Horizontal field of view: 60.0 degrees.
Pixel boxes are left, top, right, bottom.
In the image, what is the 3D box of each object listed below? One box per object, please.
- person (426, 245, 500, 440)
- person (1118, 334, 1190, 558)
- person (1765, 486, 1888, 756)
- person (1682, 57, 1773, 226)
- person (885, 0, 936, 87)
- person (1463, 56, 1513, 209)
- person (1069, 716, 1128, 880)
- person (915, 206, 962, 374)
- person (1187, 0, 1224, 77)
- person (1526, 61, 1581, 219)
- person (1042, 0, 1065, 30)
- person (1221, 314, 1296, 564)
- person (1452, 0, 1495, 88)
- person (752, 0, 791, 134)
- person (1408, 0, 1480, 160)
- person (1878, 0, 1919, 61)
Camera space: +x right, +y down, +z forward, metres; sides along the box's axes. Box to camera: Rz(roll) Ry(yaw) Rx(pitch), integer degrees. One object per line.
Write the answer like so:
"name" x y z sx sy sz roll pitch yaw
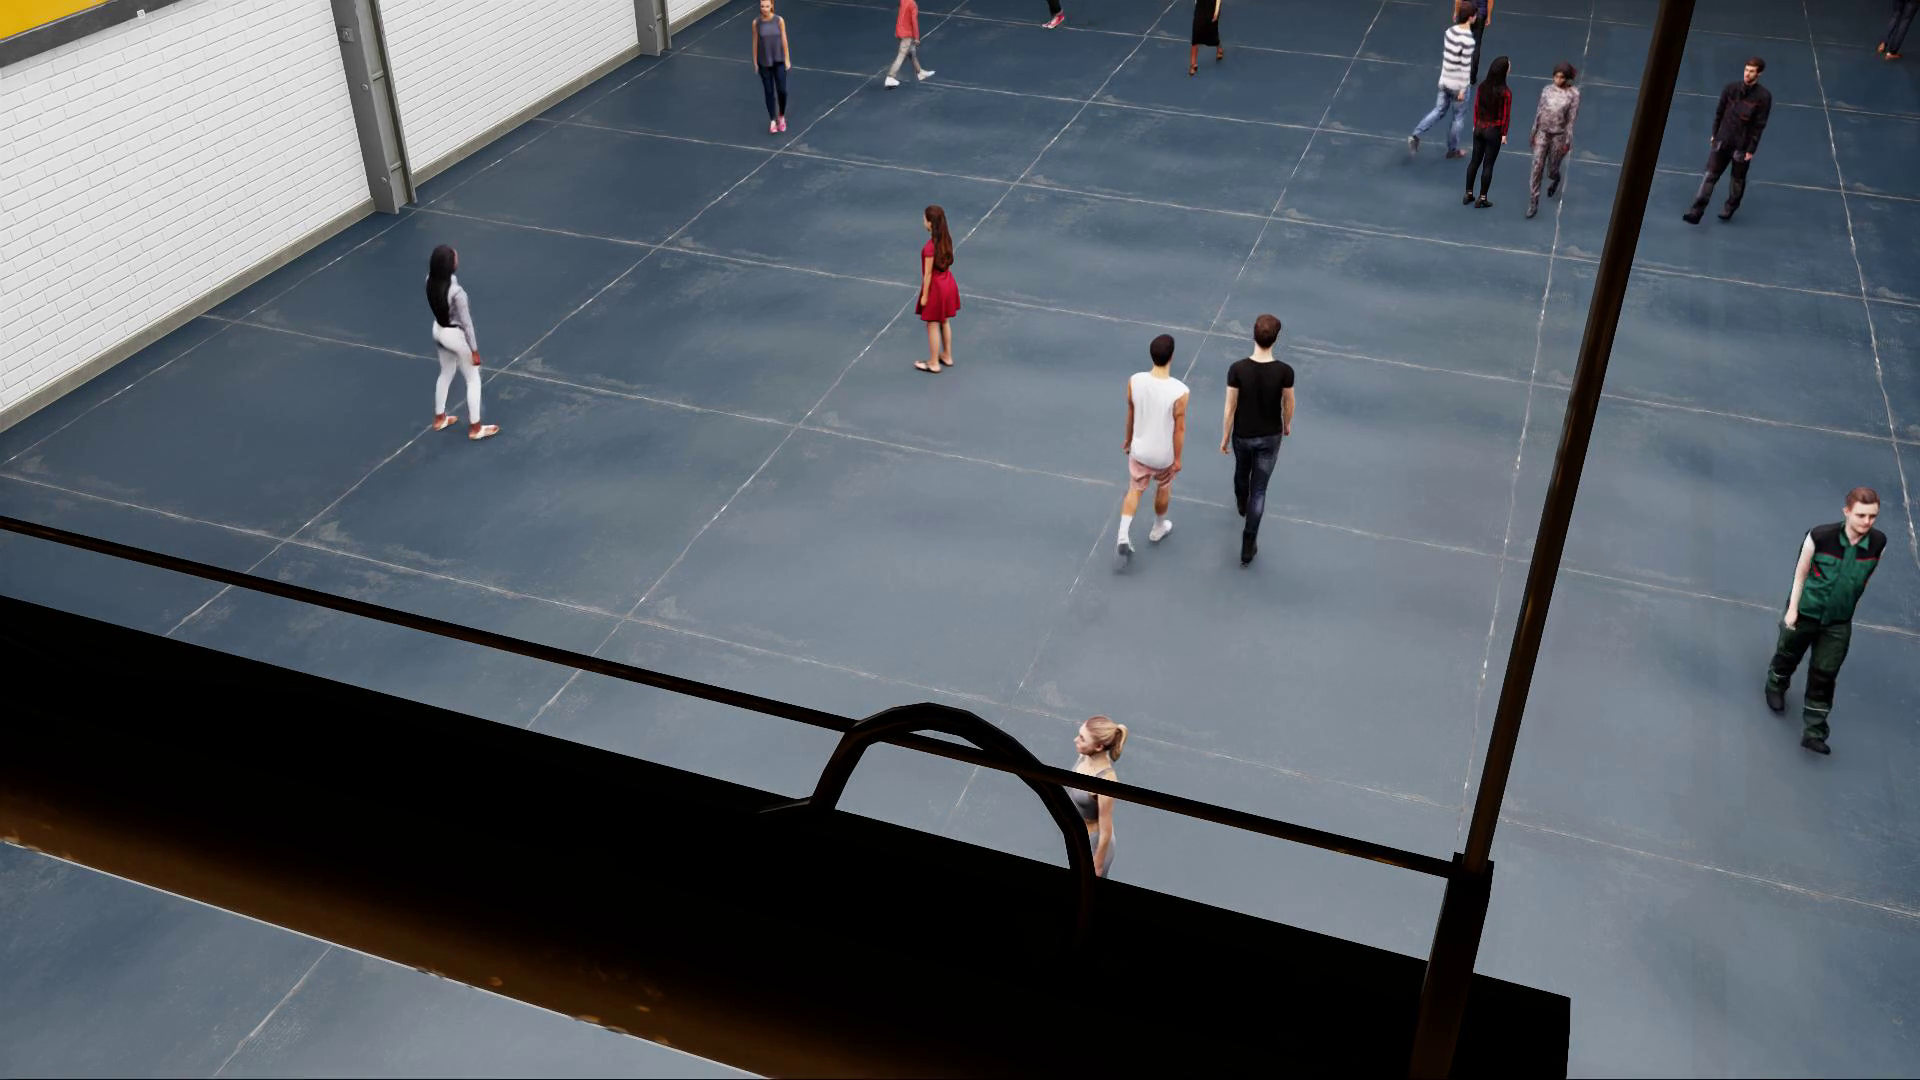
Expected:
"person" -4.231 -1.656 13.926 0.819 1.715 0.788 26 41 33
"person" 1.400 -0.655 12.378 0.745 1.763 1.055 17 37 23
"person" 5.521 0.420 10.727 0.737 1.800 1.123 7 34 11
"person" 8.317 -4.239 17.744 1.252 1.793 1.060 -27 42 -35
"person" -0.766 -6.574 21.640 1.003 1.368 0.941 -17 37 -24
"person" 5.781 -4.465 18.206 0.674 1.656 0.665 -25 41 -32
"person" 0.714 1.627 8.999 0.722 1.703 0.633 -8 34 -11
"person" -0.194 -2.267 14.995 0.669 1.551 0.597 19 38 26
"person" 3.328 -7.000 22.056 0.732 1.618 1.073 20 38 27
"person" 6.429 -4.352 17.997 0.728 1.700 0.955 21 39 28
"person" 1.404 -8.222 23.774 0.857 1.751 0.793 -14 36 -20
"person" 2.213 -0.714 12.390 0.738 1.847 1.260 8 34 12
"person" 6.665 -6.818 21.631 0.676 1.784 0.566 7 34 10
"person" -2.279 -5.805 20.170 0.712 1.714 0.753 -2 34 -3
"person" 5.639 -5.285 19.281 1.114 1.832 1.040 -15 36 -21
"person" 12.795 -7.382 22.455 0.833 1.812 0.803 -20 39 -28
